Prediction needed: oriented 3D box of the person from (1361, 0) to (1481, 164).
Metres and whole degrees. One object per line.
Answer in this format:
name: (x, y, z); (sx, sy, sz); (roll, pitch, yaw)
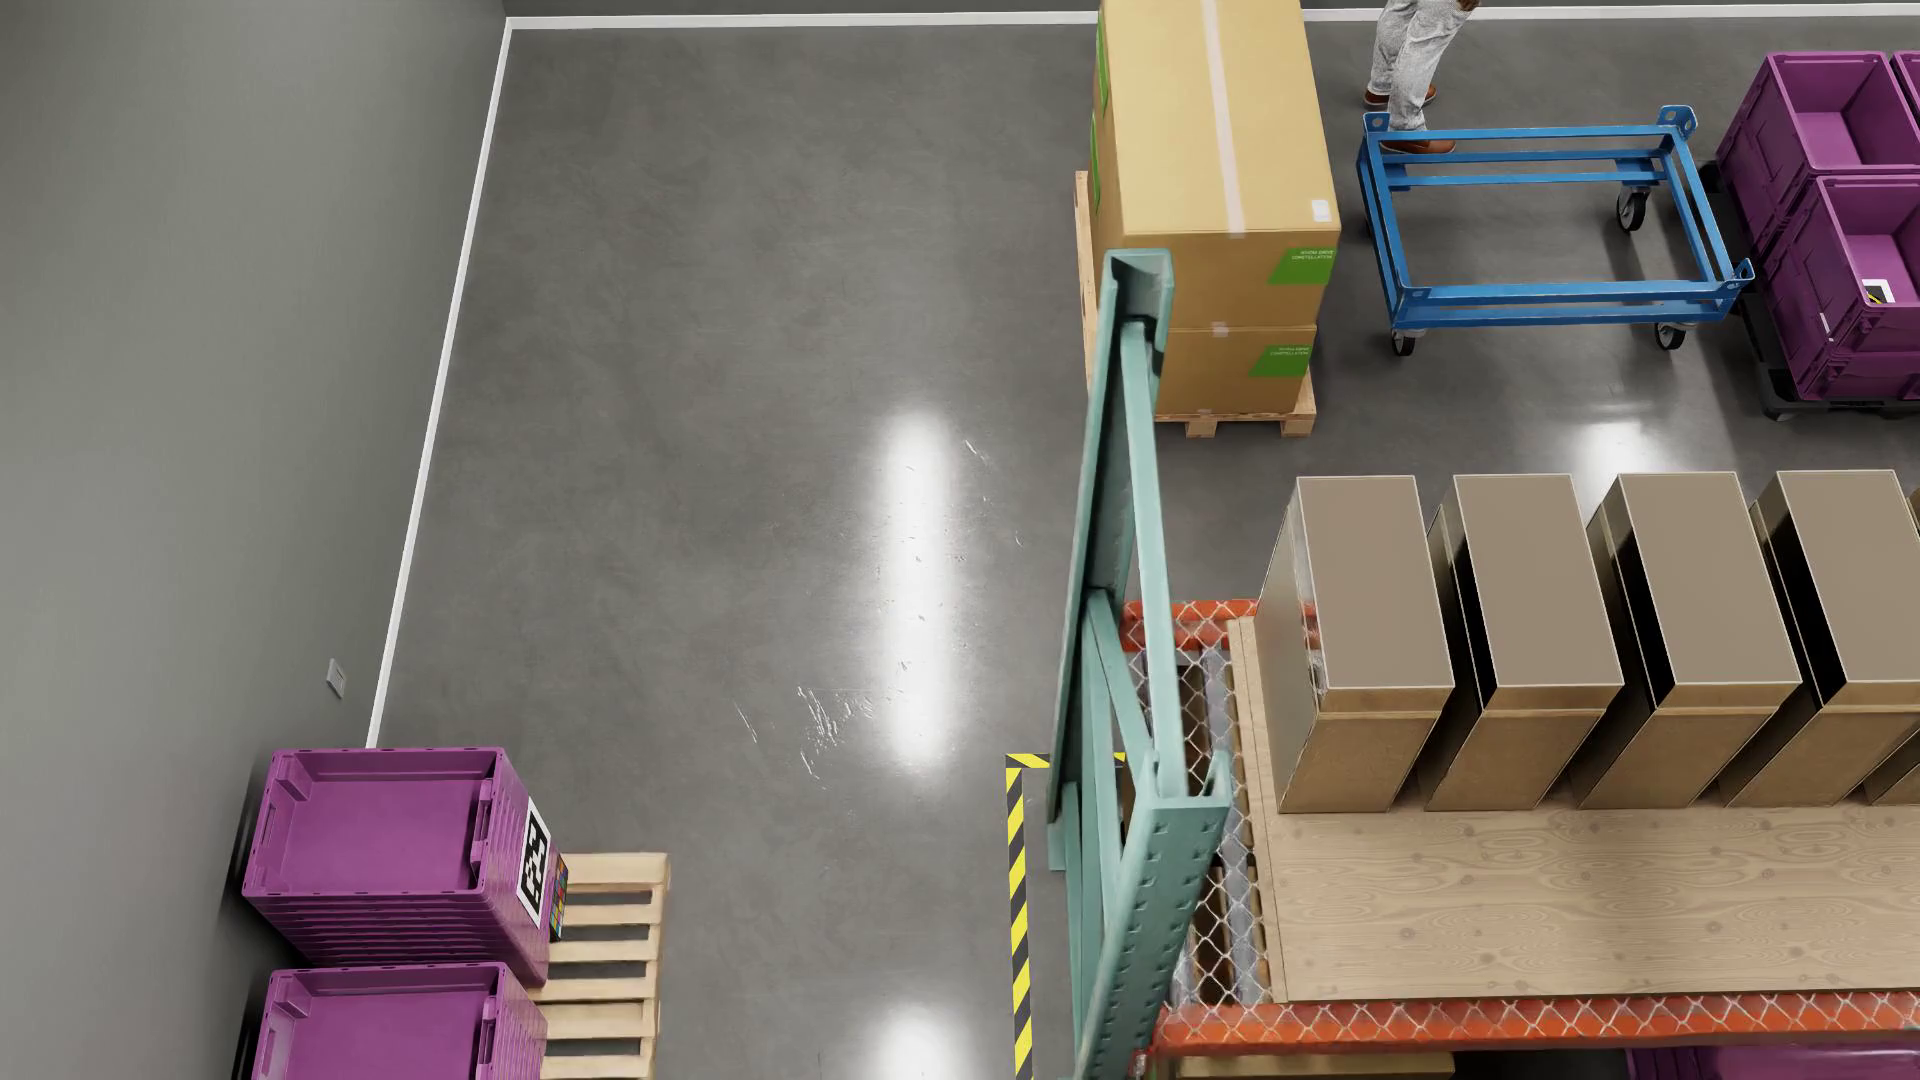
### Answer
person: (1.819, -2.236, 6.074); (0.372, 1.940, 0.630); (-3, 58, -2)
